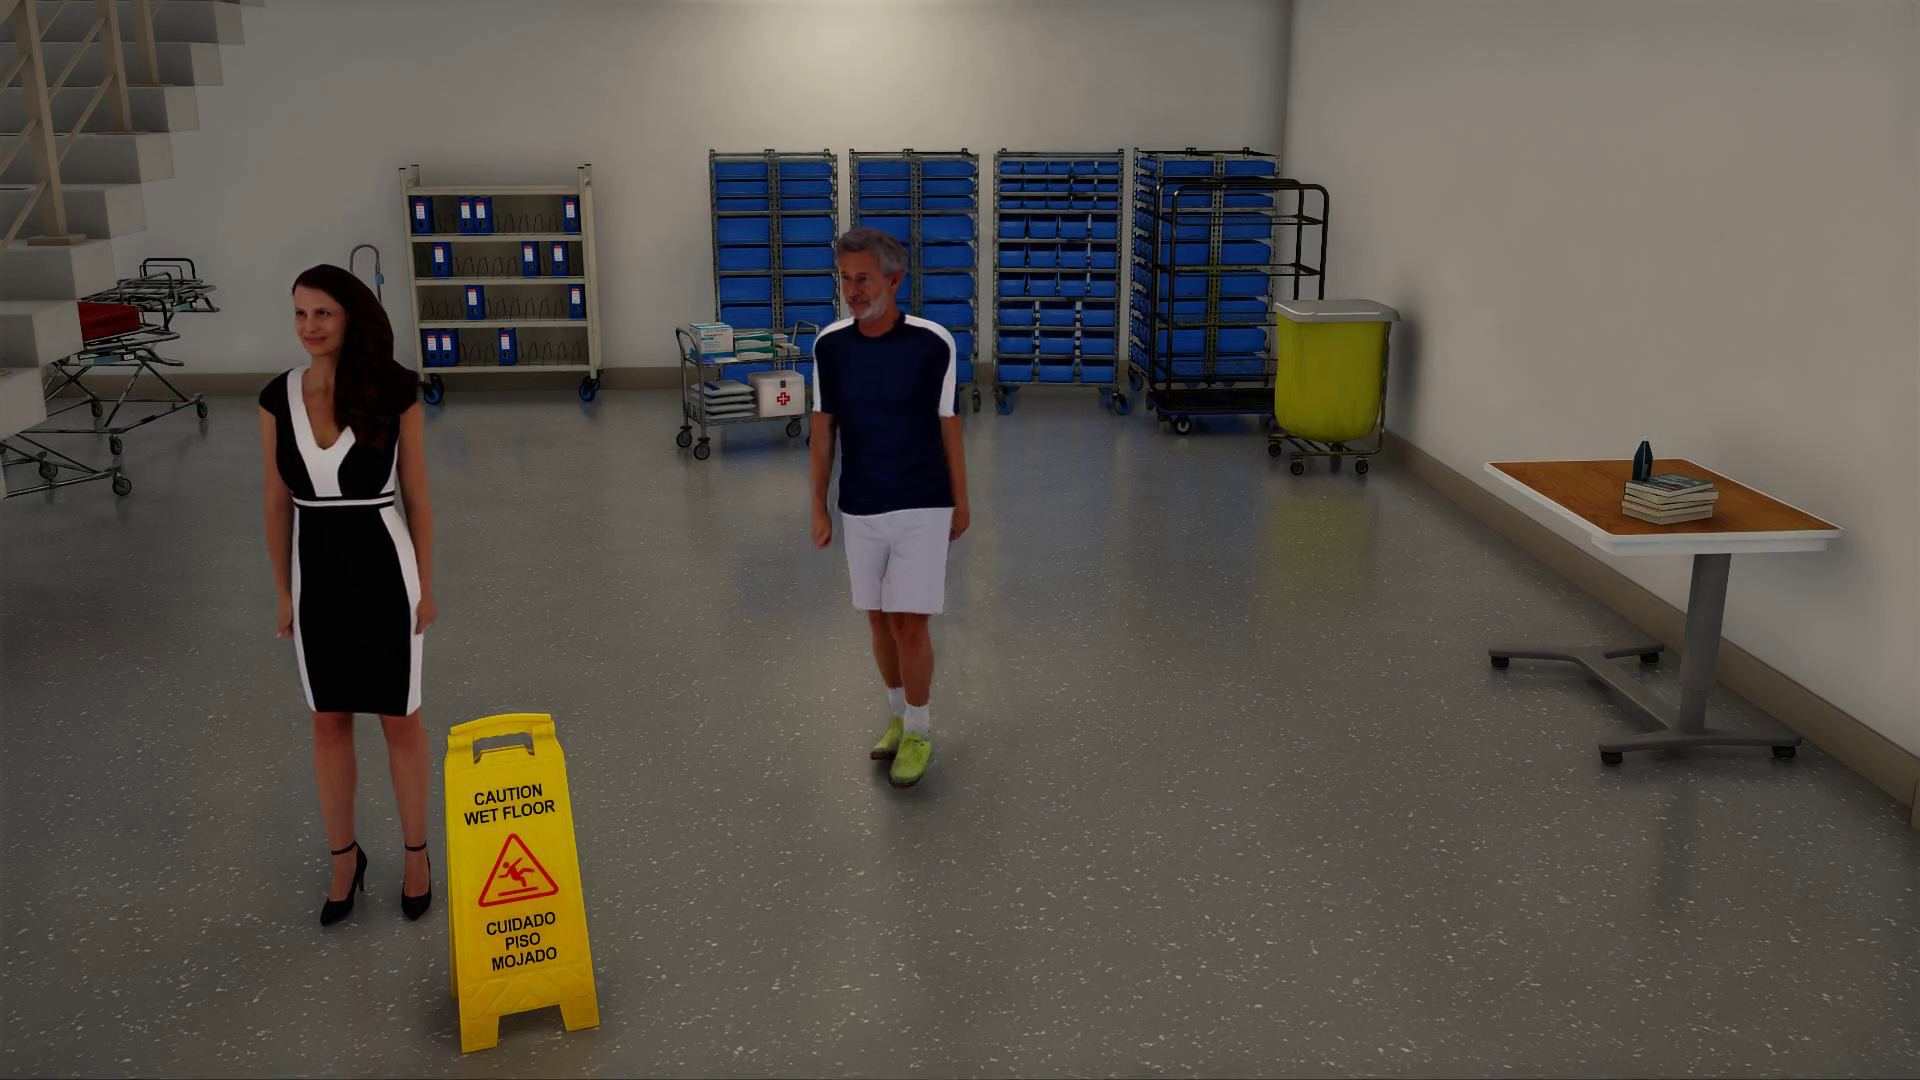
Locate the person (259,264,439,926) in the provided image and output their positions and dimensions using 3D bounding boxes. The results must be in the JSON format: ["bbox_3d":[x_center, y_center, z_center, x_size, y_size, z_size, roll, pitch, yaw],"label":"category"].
[{"bbox_3d":[-1.618,0.164,4.463,0.575,1.795,0.489,-1,16,-3],"label":"person"}]

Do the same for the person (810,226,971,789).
[{"bbox_3d":[-0.180,-0.120,5.446,0.812,1.807,0.872,6,17,20],"label":"person"}]
